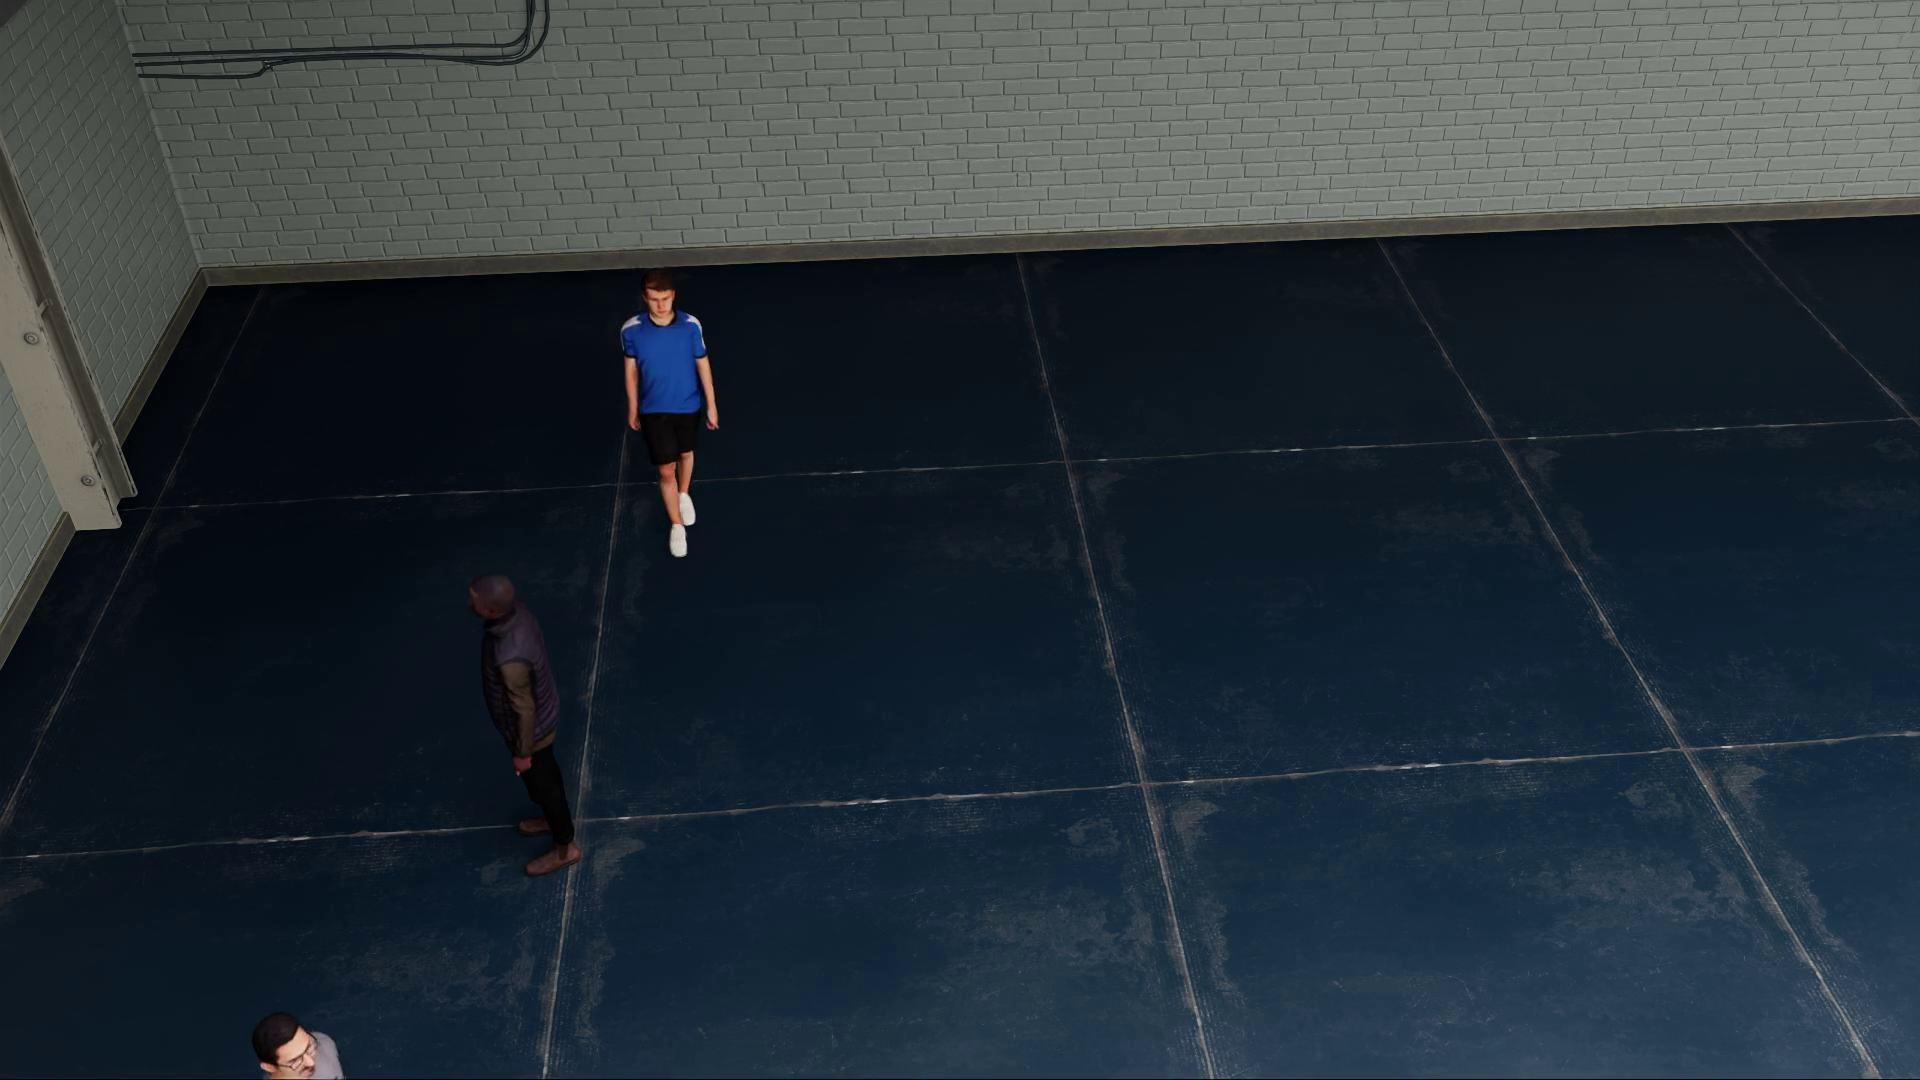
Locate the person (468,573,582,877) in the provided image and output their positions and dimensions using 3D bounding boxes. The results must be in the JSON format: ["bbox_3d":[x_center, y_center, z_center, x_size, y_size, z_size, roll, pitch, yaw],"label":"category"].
[{"bbox_3d":[-2.079,0.865,7.985,0.798,1.837,0.580,-10,39,-12],"label":"person"}]

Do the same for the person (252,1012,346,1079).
[{"bbox_3d":[-2.466,2.313,6.218,0.913,1.733,0.998,10,39,12],"label":"person"}]

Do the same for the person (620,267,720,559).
[{"bbox_3d":[-1.790,-0.883,10.213,0.818,1.845,1.001,-11,39,-14],"label":"person"}]
